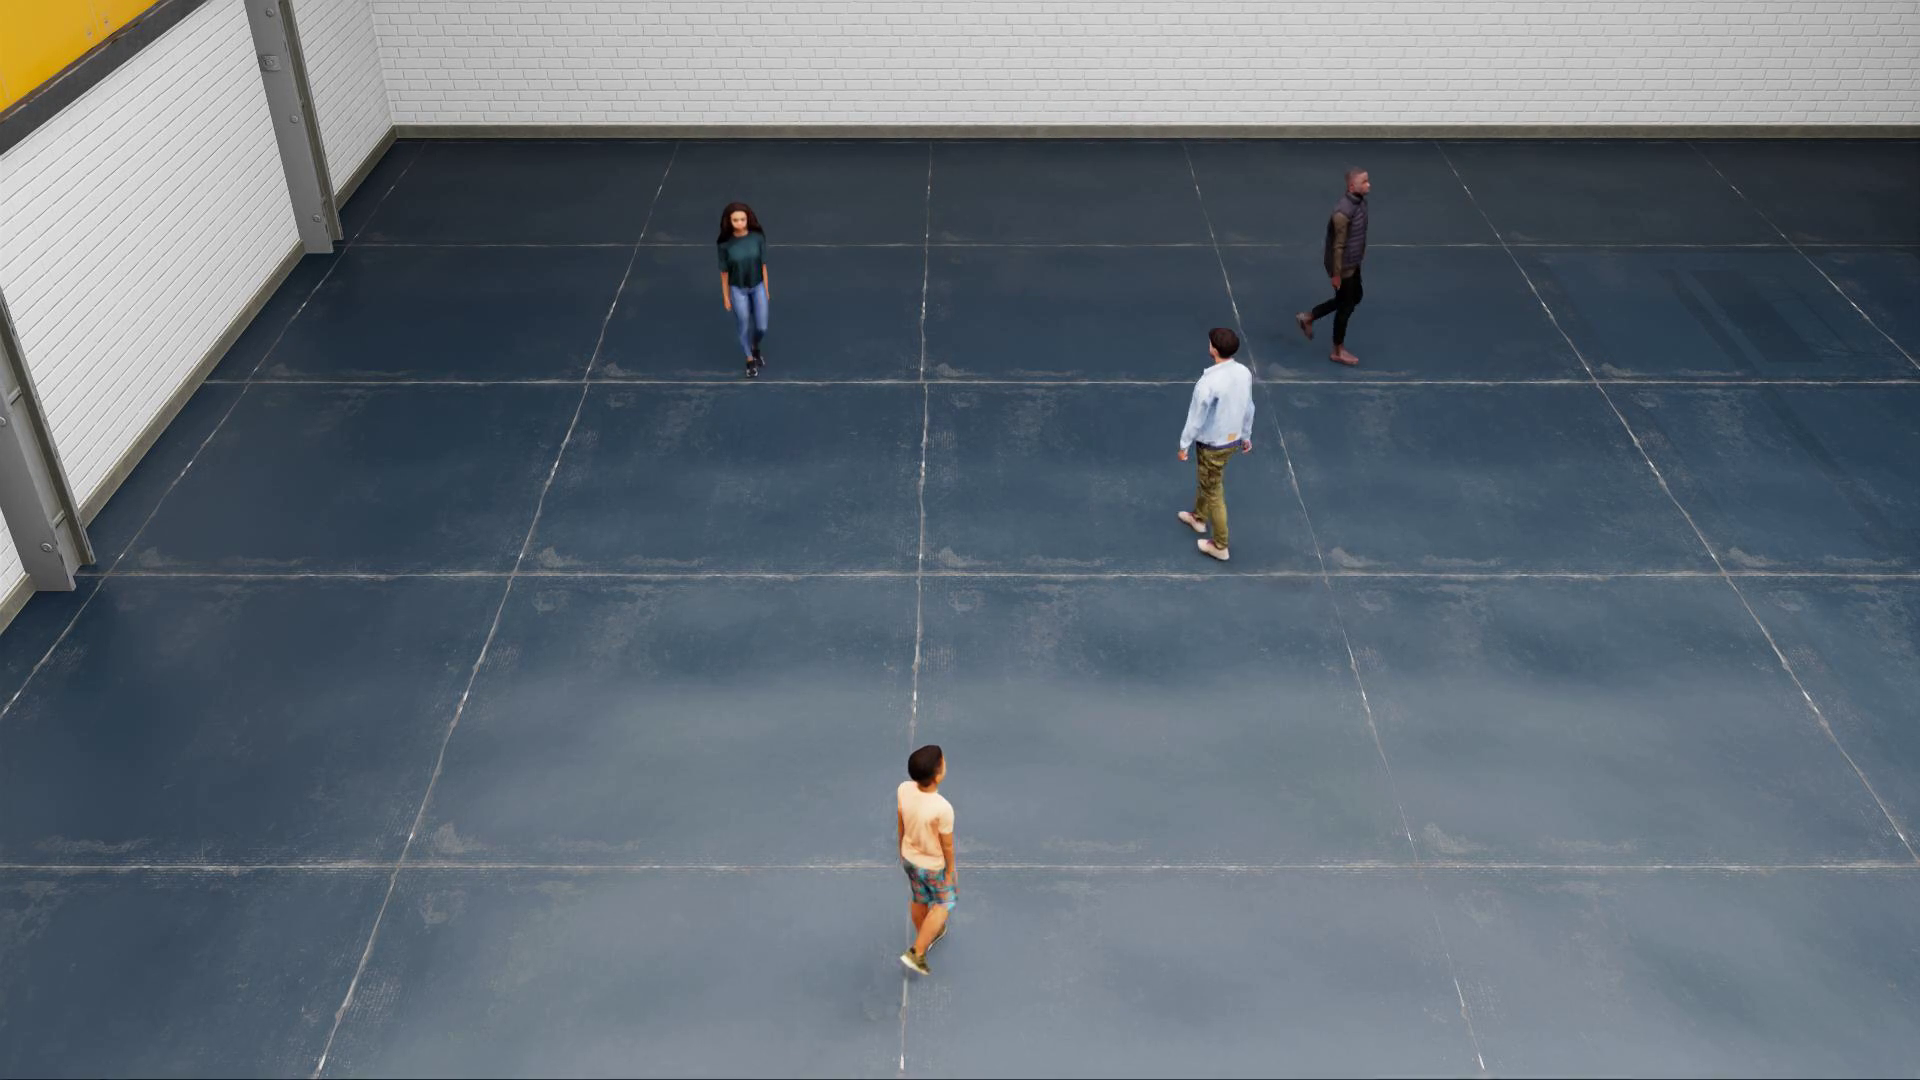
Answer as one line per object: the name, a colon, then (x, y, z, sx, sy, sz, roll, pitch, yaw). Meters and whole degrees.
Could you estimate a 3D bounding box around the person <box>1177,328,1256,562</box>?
person: (1.922, -0.660, 12.031, 0.978, 1.790, 1.047, -26, 42, -33)

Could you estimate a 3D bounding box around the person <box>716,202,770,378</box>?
person: (-1.879, -2.213, 14.534, 0.668, 1.606, 0.692, -9, 35, -13)

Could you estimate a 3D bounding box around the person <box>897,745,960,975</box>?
person: (-0.216, 1.711, 8.772, 0.727, 1.449, 0.821, 21, 39, 28)

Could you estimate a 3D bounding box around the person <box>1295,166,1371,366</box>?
person: (3.330, -2.441, 14.682, 1.017, 1.822, 0.998, 19, 38, 26)
